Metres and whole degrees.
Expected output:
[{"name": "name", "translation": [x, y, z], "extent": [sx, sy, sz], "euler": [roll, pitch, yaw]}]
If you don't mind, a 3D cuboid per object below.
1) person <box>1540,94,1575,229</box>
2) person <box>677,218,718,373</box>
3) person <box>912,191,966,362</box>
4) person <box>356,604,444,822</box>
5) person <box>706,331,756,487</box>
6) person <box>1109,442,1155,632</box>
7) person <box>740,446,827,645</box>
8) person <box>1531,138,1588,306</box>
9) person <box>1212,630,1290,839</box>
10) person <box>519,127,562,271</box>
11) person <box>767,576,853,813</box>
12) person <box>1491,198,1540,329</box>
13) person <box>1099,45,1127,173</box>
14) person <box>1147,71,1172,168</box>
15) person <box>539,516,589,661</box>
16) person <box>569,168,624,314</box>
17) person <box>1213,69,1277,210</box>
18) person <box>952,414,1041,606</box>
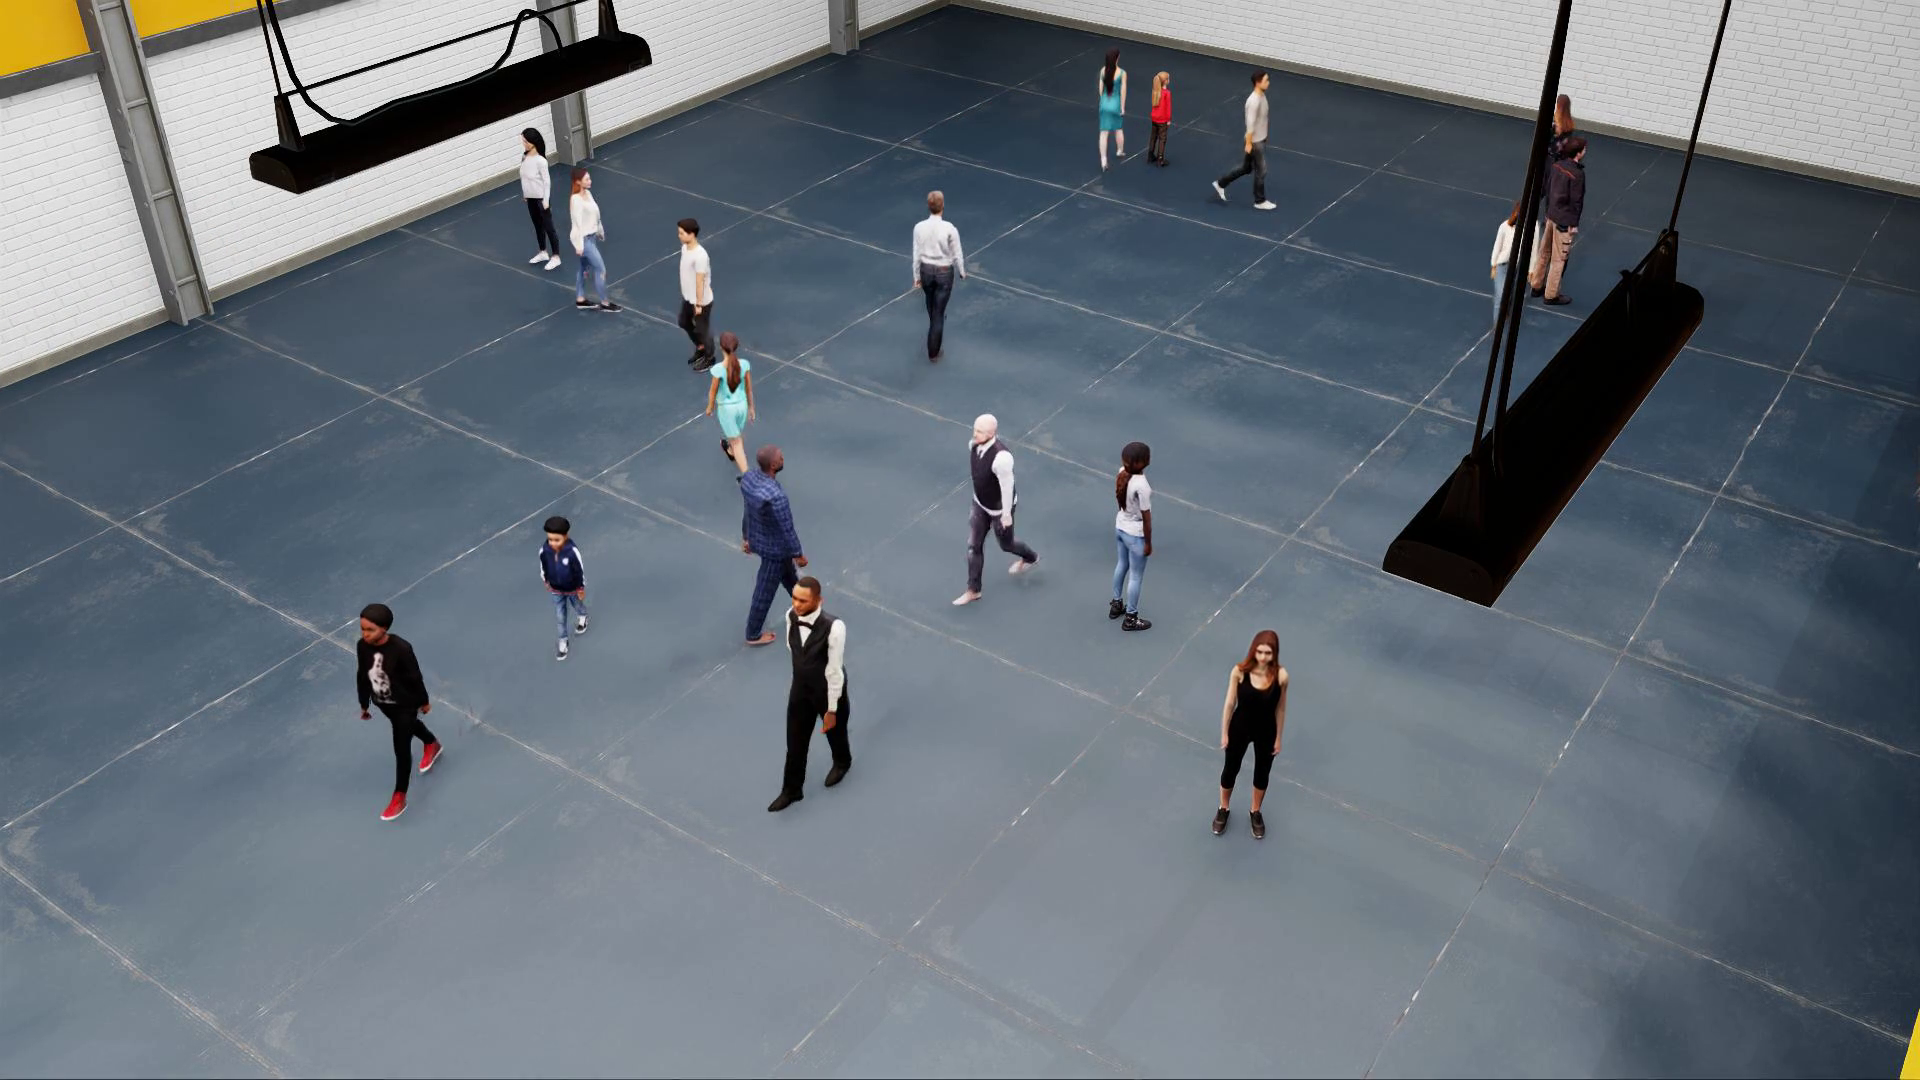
[{"name": "person", "translation": [7.400, -4.642, 20.609], "extent": [1.039, 1.647, 0.962], "euler": [-16, 37, -22]}, {"name": "person", "translation": [-2.691, -2.585, 17.458], "extent": [0.695, 1.710, 0.709], "euler": [-21, 39, -28]}, {"name": "person", "translation": [-0.265, -2.768, 17.682], "extent": [0.912, 1.766, 1.230], "euler": [10, 35, 15]}, {"name": "person", "translation": [-4.015, 1.111, 11.972], "extent": [0.850, 1.627, 1.174], "euler": [10, 35, 14]}, {"name": "person", "translation": [-2.087, -1.169, 15.506], "extent": [1.054, 1.511, 0.877], "euler": [-21, 39, -28]}, {"name": "person", "translation": [1.415, -0.048, 13.633], "extent": [0.680, 1.719, 0.669], "euler": [-15, 36, -21]}, {"name": "person", "translation": [-1.608, 0.077, 13.374], "extent": [1.149, 1.796, 0.941], "euler": [-20, 38, -27]}, {"name": "person", "translation": [6.801, -3.617, 18.815], "extent": [0.817, 1.925, 0.794], "euler": [-11, 35, -16]}, {"name": "person", "translation": [2.042, 1.325, 11.560], "extent": [0.643, 1.726, 0.638], "euler": [6, 34, 8]}, {"name": "person", "translation": [-4.982, -4.059, 19.683], "extent": [0.624, 1.701, 0.571], "euler": [24, 41, 32]}, {"name": "person", "translation": [-0.943, 1.011, 11.890], "extent": [0.736, 1.884, 1.064], "euler": [18, 37, 25]}, {"name": "person", "translation": [6.000, -2.948, 18.042], "extent": [0.807, 1.667, 0.984], "euler": [8, 35, 12]}, {"name": "person", "translation": [1.996, -5.757, 22.270], "extent": [0.680, 1.664, 0.919], "euler": [14, 36, 20]}, {"name": "person", "translation": [2.717, -5.716, 22.554], "extent": [0.572, 1.282, 0.547], "euler": [-21, 39, -28]}, {"name": "person", "translation": [-3.195, 0.320, 13.550], "extent": [0.769, 1.197, 0.911], "euler": [3, 34, 5]}, {"name": "person", "translation": [-4.272, -3.341, 18.629], "extent": [0.911, 1.672, 0.885], "euler": [2, 34, 4]}, {"name": "person", "translation": [3.657, -5.093, 21.160], "extent": [0.923, 1.787, 1.107], "euler": [10, 35, 15]}, {"name": "person", "translation": [0.344, -0.292, 13.944], "extent": [1.254, 1.780, 0.913], "euler": [-20, 38, -27]}]
